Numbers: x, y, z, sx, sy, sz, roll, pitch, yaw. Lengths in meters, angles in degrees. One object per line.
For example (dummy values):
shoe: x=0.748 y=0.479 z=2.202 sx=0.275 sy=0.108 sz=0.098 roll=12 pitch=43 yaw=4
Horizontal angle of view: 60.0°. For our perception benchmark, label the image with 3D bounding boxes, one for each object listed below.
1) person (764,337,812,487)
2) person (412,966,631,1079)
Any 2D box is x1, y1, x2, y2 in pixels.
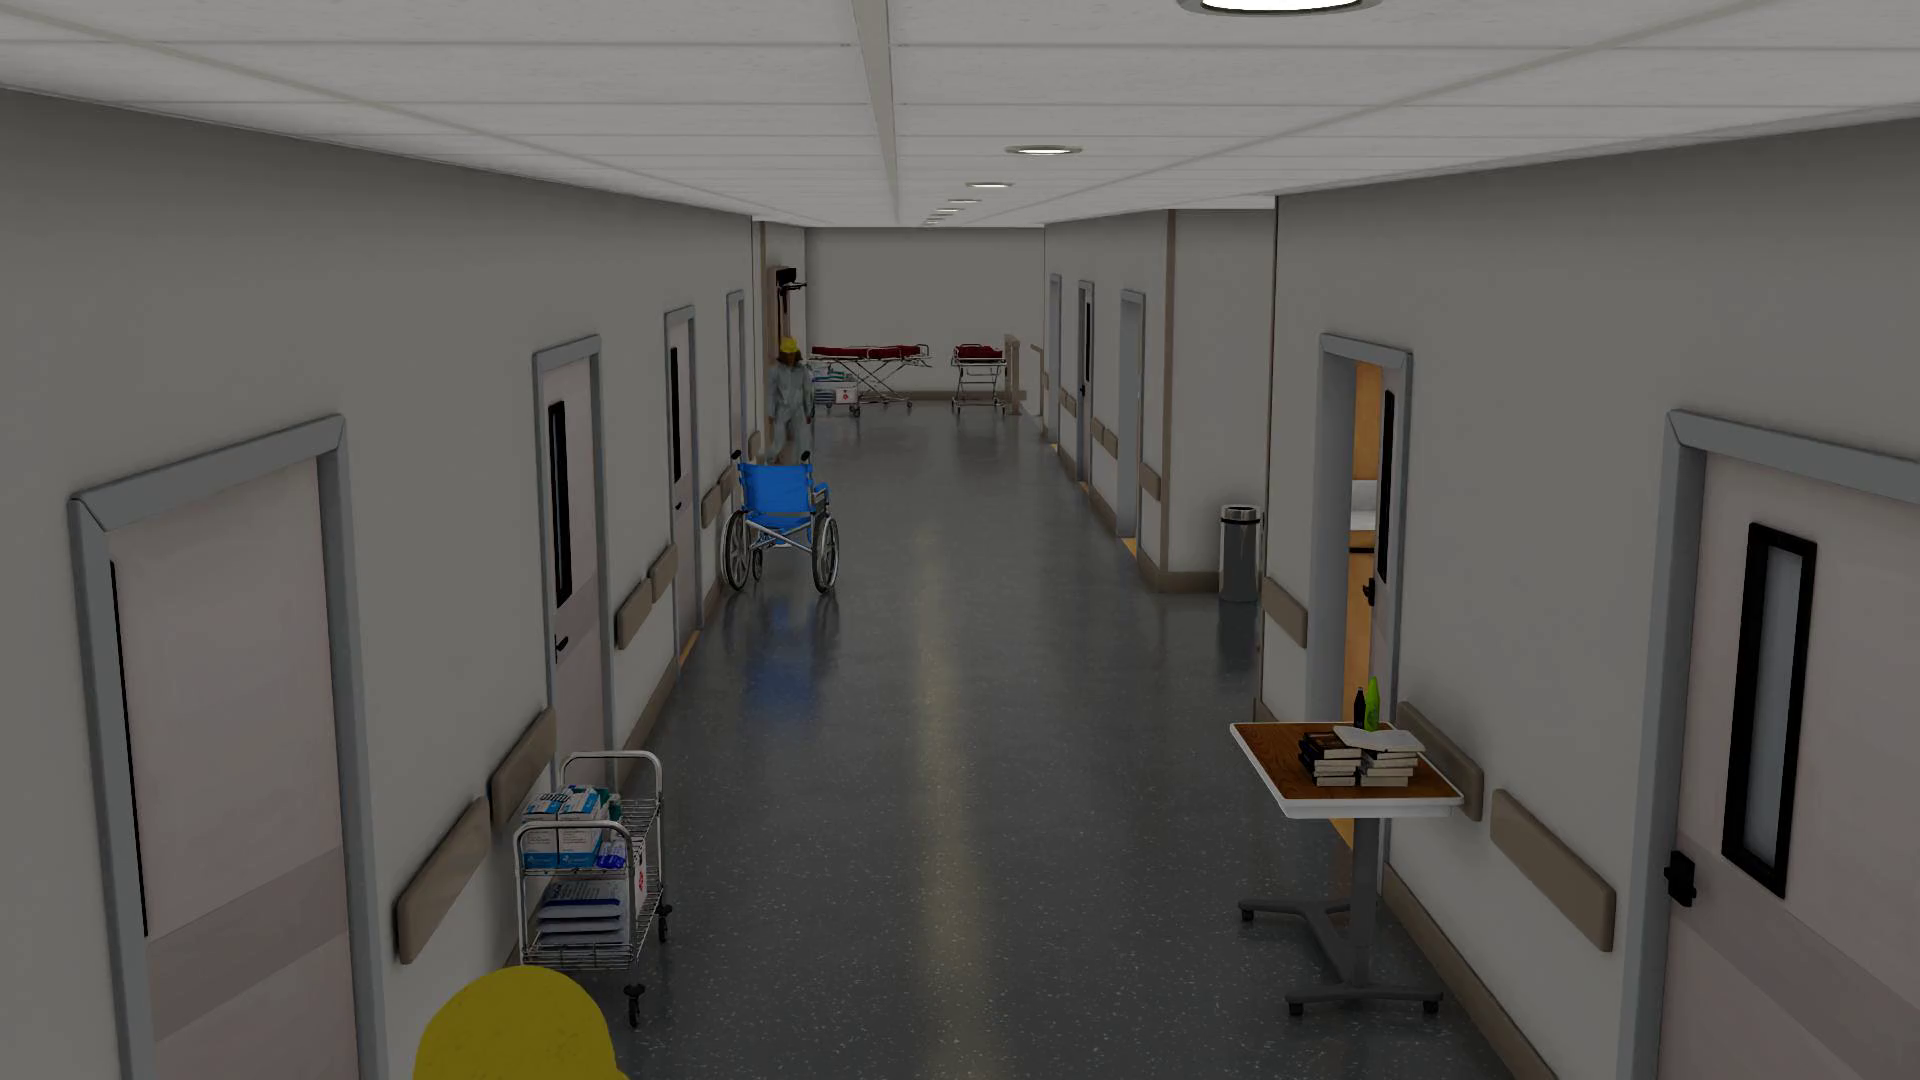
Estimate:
person: x=-1.982 y=-1.483 z=19.062 sx=0.518 sy=1.707 sz=0.742 roll=-5 pitch=11 yaw=-26
person: x=-0.521 y=1.460 z=2.058 sx=0.587 sy=1.922 sz=0.383 roll=0 pitch=10 yaw=0
